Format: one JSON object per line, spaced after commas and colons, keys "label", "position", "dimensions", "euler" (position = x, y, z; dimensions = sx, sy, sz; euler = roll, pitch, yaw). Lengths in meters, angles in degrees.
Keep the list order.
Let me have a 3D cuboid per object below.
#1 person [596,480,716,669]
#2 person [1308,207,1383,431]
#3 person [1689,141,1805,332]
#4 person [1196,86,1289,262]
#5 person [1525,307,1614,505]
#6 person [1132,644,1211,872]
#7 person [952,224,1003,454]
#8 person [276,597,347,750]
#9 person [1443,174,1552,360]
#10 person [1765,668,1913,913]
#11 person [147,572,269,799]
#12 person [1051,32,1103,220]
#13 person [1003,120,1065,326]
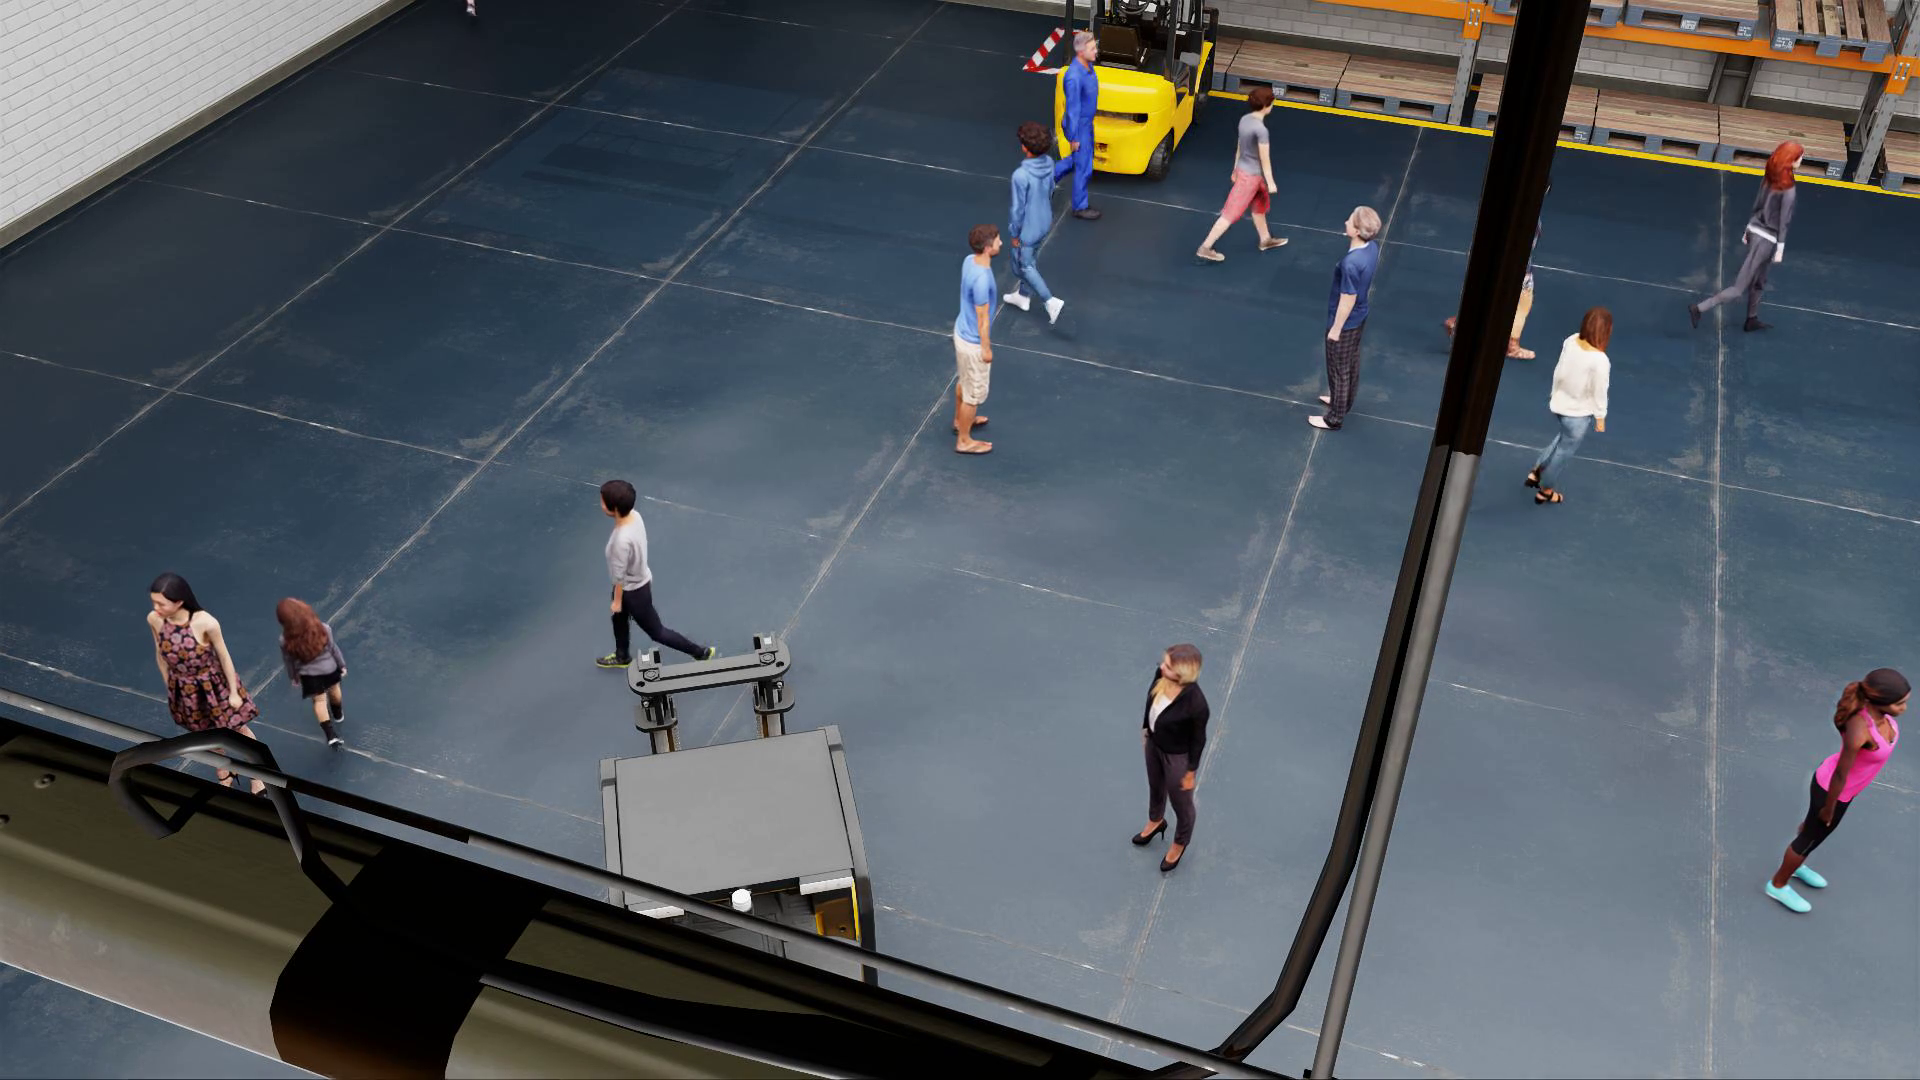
{"label": "person", "position": [-1.998, 0.293, 10.587], "dimensions": [1.100, 1.519, 0.833], "euler": [-2, 39, -3]}
{"label": "person", "position": [2.995, -1.713, 12.818], "dimensions": [0.620, 1.871, 0.704], "euler": [21, 43, 24]}
{"label": "person", "position": [6.607, -2.466, 13.851], "dimensions": [1.124, 1.759, 0.841], "euler": [-2, 39, -2]}
{"label": "person", "position": [2.518, -3.232, 14.928], "dimensions": [1.217, 1.611, 0.963], "euler": [-6, 39, -8]}
{"label": "person", "position": [4.356, -0.931, 11.998], "dimensions": [0.772, 1.671, 0.737], "euler": [-8, 39, -9]}
{"label": "person", "position": [1.203, 1.200, 9.333], "dimensions": [0.738, 1.668, 0.663], "euler": [-19, 42, -22]}
{"label": "person", "position": [0.101, -1.541, 12.617], "dimensions": [0.770, 1.853, 0.762], "euler": [-4, 39, -5]}
{"label": "person", "position": [-3.976, 0.823, 10.268], "dimensions": [0.759, 1.090, 0.821], "euler": [-16, 41, -19]}
{"label": "person", "position": [4.449, -2.229, 13.592], "dimensions": [1.093, 1.710, 0.778], "euler": [3, 39, 4]}
{"label": "person", "position": [4.804, 1.340, 9.113], "dimensions": [0.657, 1.724, 0.629], "euler": [31, 48, 33]}
{"label": "person", "position": [-4.374, 0.875, 9.654], "dimensions": [0.704, 1.775, 0.805], "euler": [2, 39, 3]}
{"label": "person", "position": [1.042, -3.890, 15.594], "dimensions": [0.942, 1.808, 0.771], "euler": [10, 40, 13]}
{"label": "person", "position": [0.648, -2.655, 14.061], "dimensions": [1.112, 1.793, 0.924], "euler": [31, 48, 33]}
